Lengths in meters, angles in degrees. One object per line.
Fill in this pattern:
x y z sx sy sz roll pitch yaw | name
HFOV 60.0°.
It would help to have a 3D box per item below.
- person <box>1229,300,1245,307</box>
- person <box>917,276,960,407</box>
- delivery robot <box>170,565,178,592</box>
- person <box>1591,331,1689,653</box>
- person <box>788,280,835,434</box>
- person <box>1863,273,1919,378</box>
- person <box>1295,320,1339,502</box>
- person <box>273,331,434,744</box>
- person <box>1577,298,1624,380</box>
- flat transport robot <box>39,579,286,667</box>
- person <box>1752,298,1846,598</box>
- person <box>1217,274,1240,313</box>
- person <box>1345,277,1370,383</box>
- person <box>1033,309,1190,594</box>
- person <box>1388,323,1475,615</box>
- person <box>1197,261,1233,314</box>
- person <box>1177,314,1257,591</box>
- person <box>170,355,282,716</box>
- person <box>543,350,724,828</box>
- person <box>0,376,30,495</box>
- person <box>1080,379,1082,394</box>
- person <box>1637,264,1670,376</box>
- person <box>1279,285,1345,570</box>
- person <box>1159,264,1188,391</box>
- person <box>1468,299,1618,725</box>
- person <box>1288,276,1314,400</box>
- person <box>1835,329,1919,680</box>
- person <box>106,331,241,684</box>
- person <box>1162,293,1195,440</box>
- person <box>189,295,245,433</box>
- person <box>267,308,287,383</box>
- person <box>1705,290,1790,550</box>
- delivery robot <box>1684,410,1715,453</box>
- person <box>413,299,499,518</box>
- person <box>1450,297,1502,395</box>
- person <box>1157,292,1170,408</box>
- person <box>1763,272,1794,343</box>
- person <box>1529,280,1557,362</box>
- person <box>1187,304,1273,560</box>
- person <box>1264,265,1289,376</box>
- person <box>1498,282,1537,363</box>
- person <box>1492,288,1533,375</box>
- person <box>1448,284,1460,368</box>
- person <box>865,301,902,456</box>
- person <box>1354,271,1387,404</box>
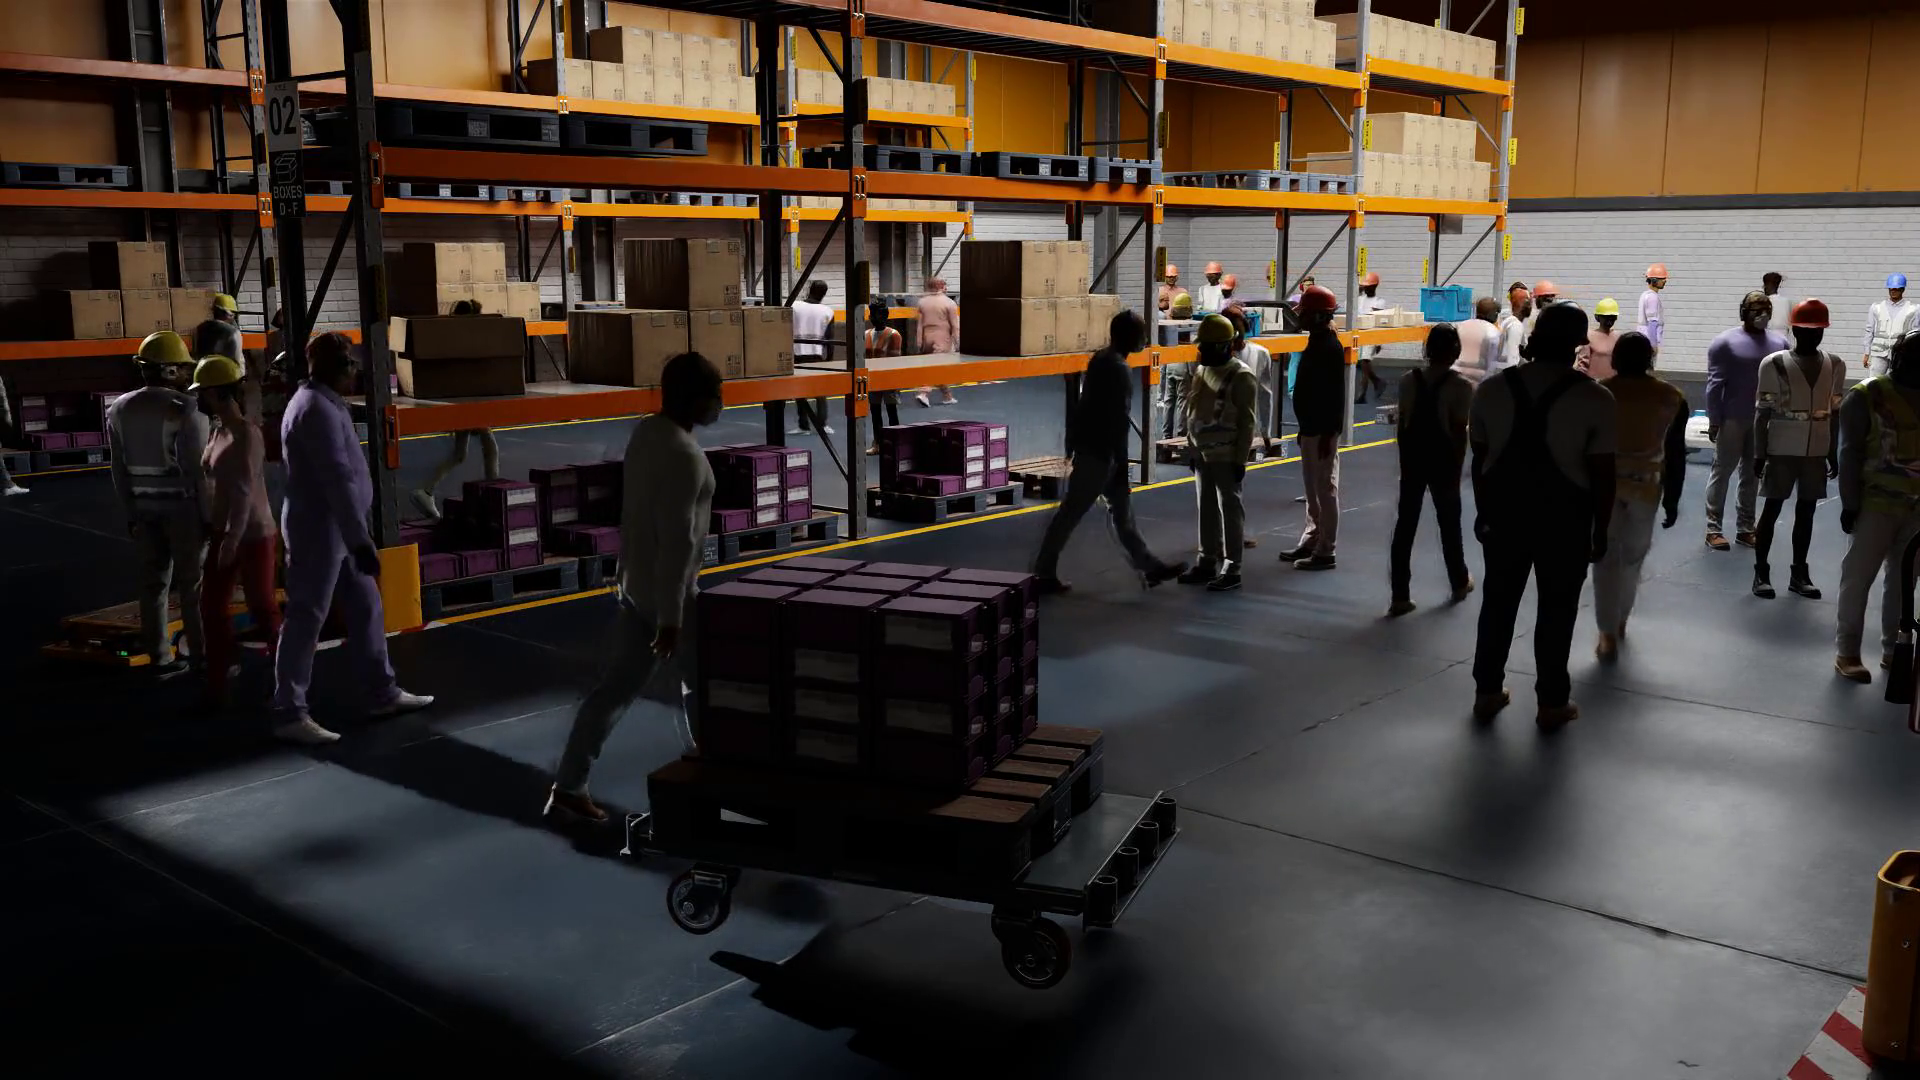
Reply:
3.312 -2.070 20.060 0.517 1.633 0.313 2 10 10 | person
-0.328 -2.823 23.712 0.644 1.864 0.974 8 13 38 | person
-4.806 0.070 10.653 0.477 0.478 0.707 2 10 10 | delivery robot
3.728 -0.274 9.393 0.635 1.799 0.963 2 10 12 | person
-1.832 -2.192 20.103 0.660 1.885 0.363 -3 10 -16 | person
11.380 -2.279 20.345 0.613 1.947 0.388 7 12 36 | person
3.183 -1.113 14.583 0.309 1.641 0.512 -3 10 -14 | person
-2.804 -0.008 7.629 0.829 1.870 0.788 -3 10 -18 | person
6.318 -1.491 16.378 0.532 1.767 0.328 -2 10 -13 | person
-4.433 0.456 9.548 0.652 0.197 1.431 4 11 21 | flat transport robot
5.407 -0.583 10.720 0.553 1.935 0.361 0 10 2 | person
3.985 -3.018 24.798 1.011 1.872 0.560 -5 11 -25 | person
6.616 -3.475 27.675 0.533 1.767 0.325 -3 10 -14 | person
0.965 -0.559 10.799 1.087 1.856 0.627 0 10 -3 | person
2.968 -0.452 10.410 0.519 1.791 0.950 7 12 36 | person
4.035 -3.413 26.532 0.615 2.041 0.392 8 13 38 | person
1.700 -0.577 11.007 0.404 1.825 0.592 -5 11 -26 | person
-3.506 -0.011 8.033 0.570 1.740 0.576 9 13 42 | person
-1.186 0.207 6.428 0.990 1.881 0.706 -5 11 -28 | person
-8.780 -1.138 14.870 0.516 1.595 0.846 5 11 25 | person
1.830 -3.253 26.142 0.647 1.869 0.958 -4 11 -20 | person
9.245 -2.659 22.241 0.371 2.044 0.608 2 10 12 | person
2.505 -0.787 11.714 0.386 1.996 0.610 -1 10 -3 | person
3.300 -3.334 26.223 0.612 1.995 0.382 -1 10 -6 | person
2.788 -0.144 7.929 0.686 2.000 0.535 8 13 37 | person
5.109 -3.002 24.752 0.563 1.848 0.390 -5 11 -25 | person
4.903 -0.177 8.705 0.621 1.837 0.429 -1 10 -6 | person
-4.083 -0.161 8.630 0.591 1.829 0.404 3 10 15 | person
2.515 -1.921 18.894 0.303 1.742 0.493 -7 12 -36 | person
-7.592 -1.628 17.165 0.613 1.775 0.852 4 11 23 | person
-7.255 -1.689 17.921 0.500 1.626 0.284 6 12 30 | person
5.896 -0.892 12.477 0.627 1.940 0.371 -1 10 -7 | person
7.751 -1.119 17.440 0.707 0.478 0.477 6 12 31 | delivery robot
-4.183 -1.100 13.957 0.869 1.838 0.533 -8 13 -40 | person
5.074 -1.511 16.474 1.001 1.787 0.626 -10 14 -44 | person
2.845 -2.697 23.620 0.278 1.634 0.498 -2 10 -9 | person
10.824 -2.627 22.355 0.639 1.930 0.798 -3 10 -18 | person
6.441 -1.887 18.222 0.594 1.910 0.597 -7 12 -34 | person
1.990 -0.788 12.179 0.608 1.856 0.696 -3 10 -15 | person
5.480 -3.878 29.413 0.841 1.955 0.646 1 10 8 | person
6.474 -2.069 19.391 0.534 1.863 0.310 -1 10 -3 | person
5.363 -1.514 16.249 0.400 1.867 0.621 3 10 15 | person
8.348 -3.514 28.240 0.306 1.645 0.522 0 10 -2 | person
-0.852 -1.736 17.995 0.530 1.689 0.322 7 12 35 | person
5.957 -2.940 24.186 0.721 1.919 0.591 -4 11 -24 | person
